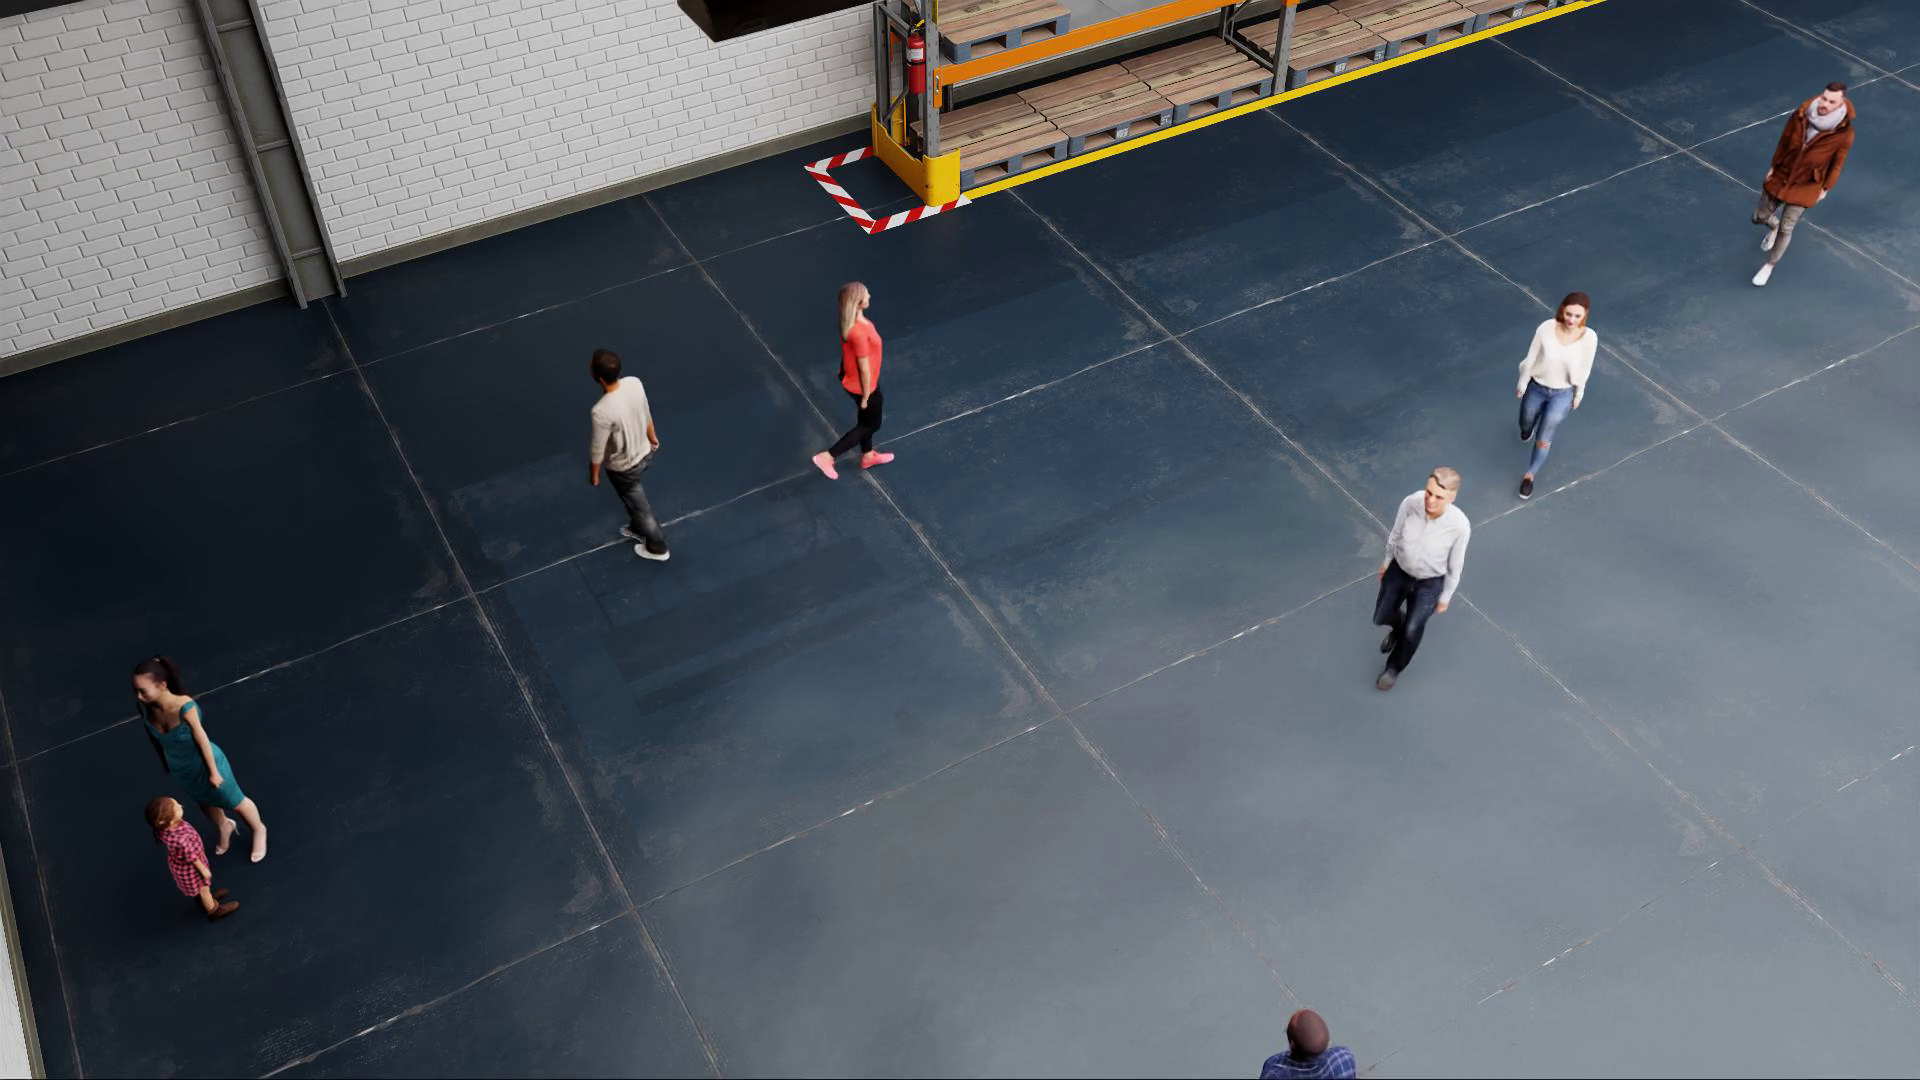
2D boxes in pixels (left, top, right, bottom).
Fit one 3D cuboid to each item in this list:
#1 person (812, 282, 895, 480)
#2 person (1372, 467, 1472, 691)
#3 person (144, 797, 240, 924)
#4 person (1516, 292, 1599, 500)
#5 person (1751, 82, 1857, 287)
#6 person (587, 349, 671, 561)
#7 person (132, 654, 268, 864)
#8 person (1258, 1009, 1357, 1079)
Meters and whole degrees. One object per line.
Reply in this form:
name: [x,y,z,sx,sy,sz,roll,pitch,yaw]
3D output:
person: [-0.805,-1.120,12.027,0.927,1.679,0.676,-15,46,-15]
person: [2.944,0.187,10.557,0.784,1.814,0.845,32,52,29]
person: [-4.385,1.808,9.429,0.476,1.024,0.507,31,52,29]
person: [4.271,-1.118,12.029,0.954,1.673,1.067,16,46,17]
person: [7.027,-3.030,13.924,0.964,1.828,0.817,-33,53,-30]
person: [-2.180,-0.533,11.323,0.909,1.800,0.829,19,47,19]
person: [-4.355,1.273,9.511,0.603,1.684,0.669,9,44,9]
person: [1.538,2.755,7.853,0.602,1.825,0.776,-15,46,-15]
